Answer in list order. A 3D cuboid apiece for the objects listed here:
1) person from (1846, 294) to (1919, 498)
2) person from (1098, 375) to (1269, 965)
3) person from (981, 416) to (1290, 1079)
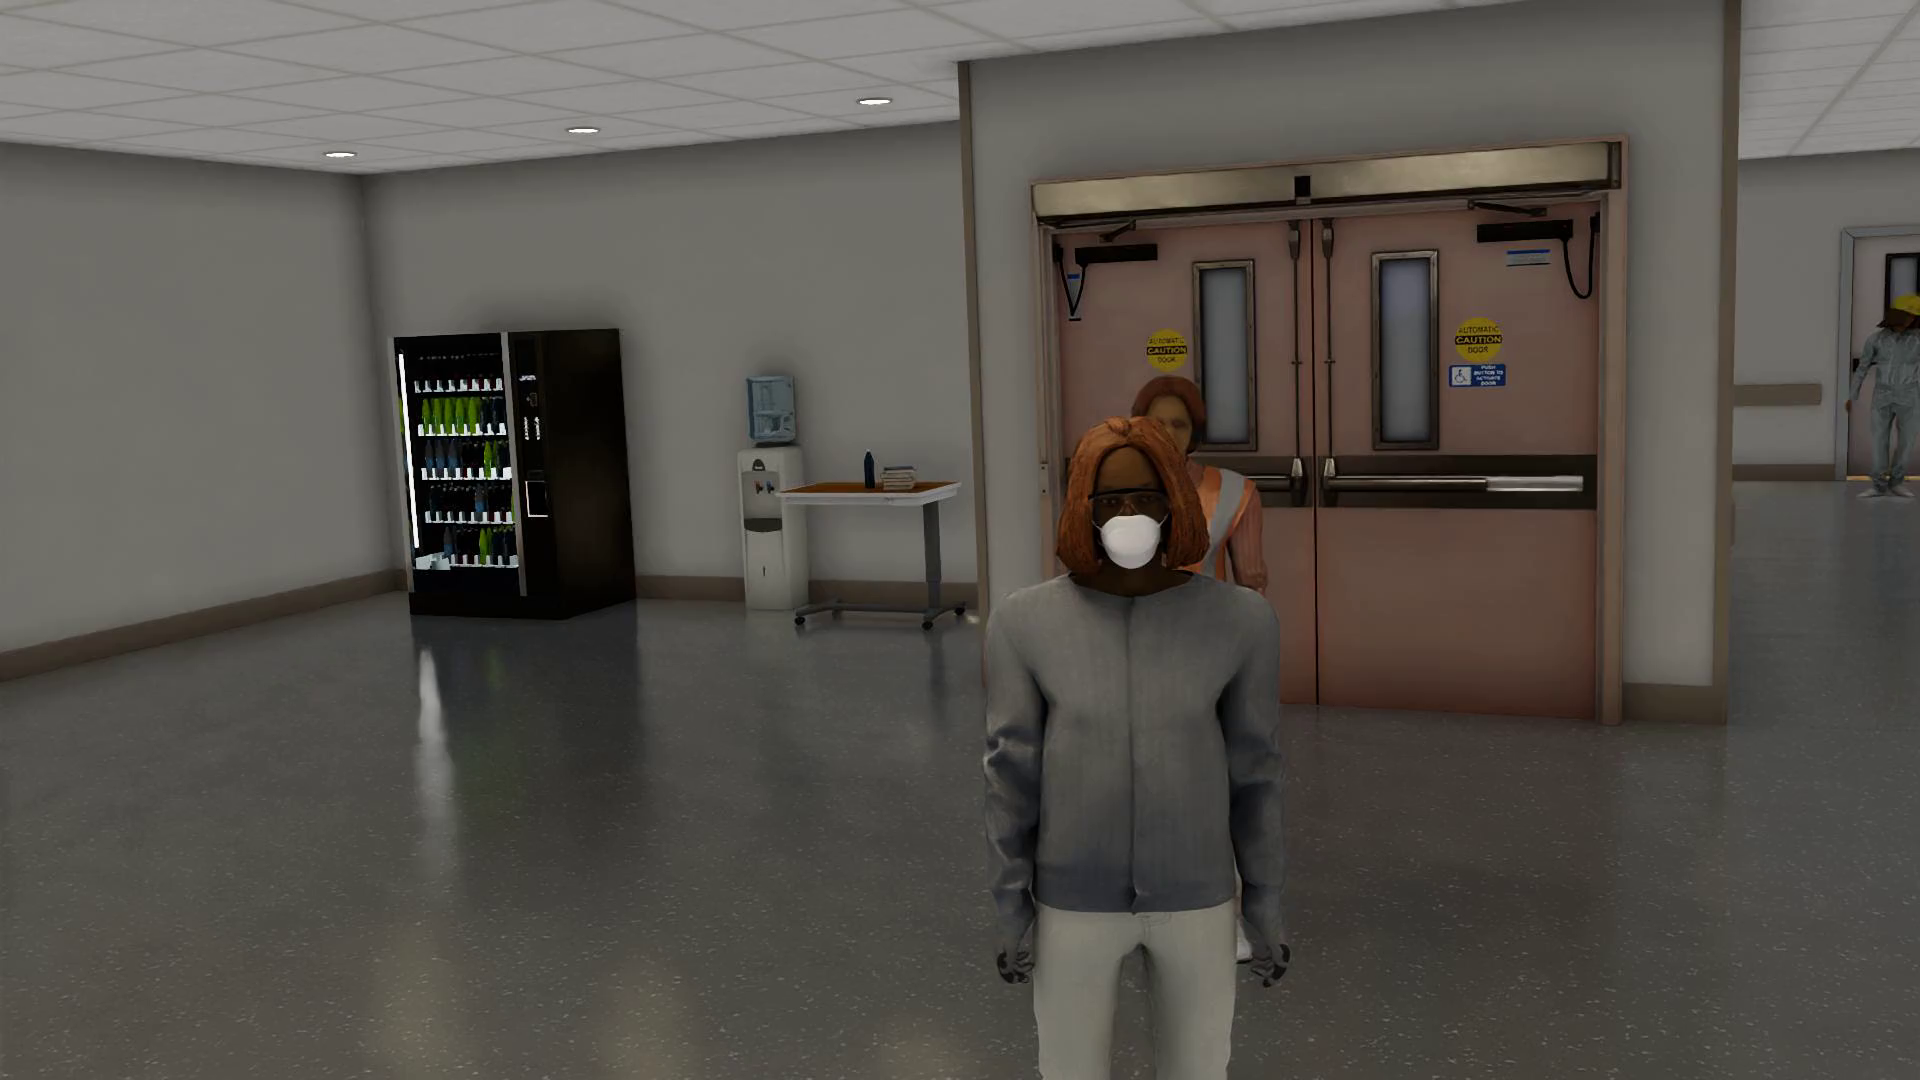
[{"bbox_3d":[7.817,-1.193,13.987,0.619,1.723,0.393,2,8,27],"label":"person"},{"bbox_3d":[0.593,0.360,4.592,0.529,1.633,0.313,-1,8,12],"label":"person"},{"bbox_3d":[0.294,0.610,2.744,0.498,1.634,0.280,-2,7,0],"label":"person"}]
